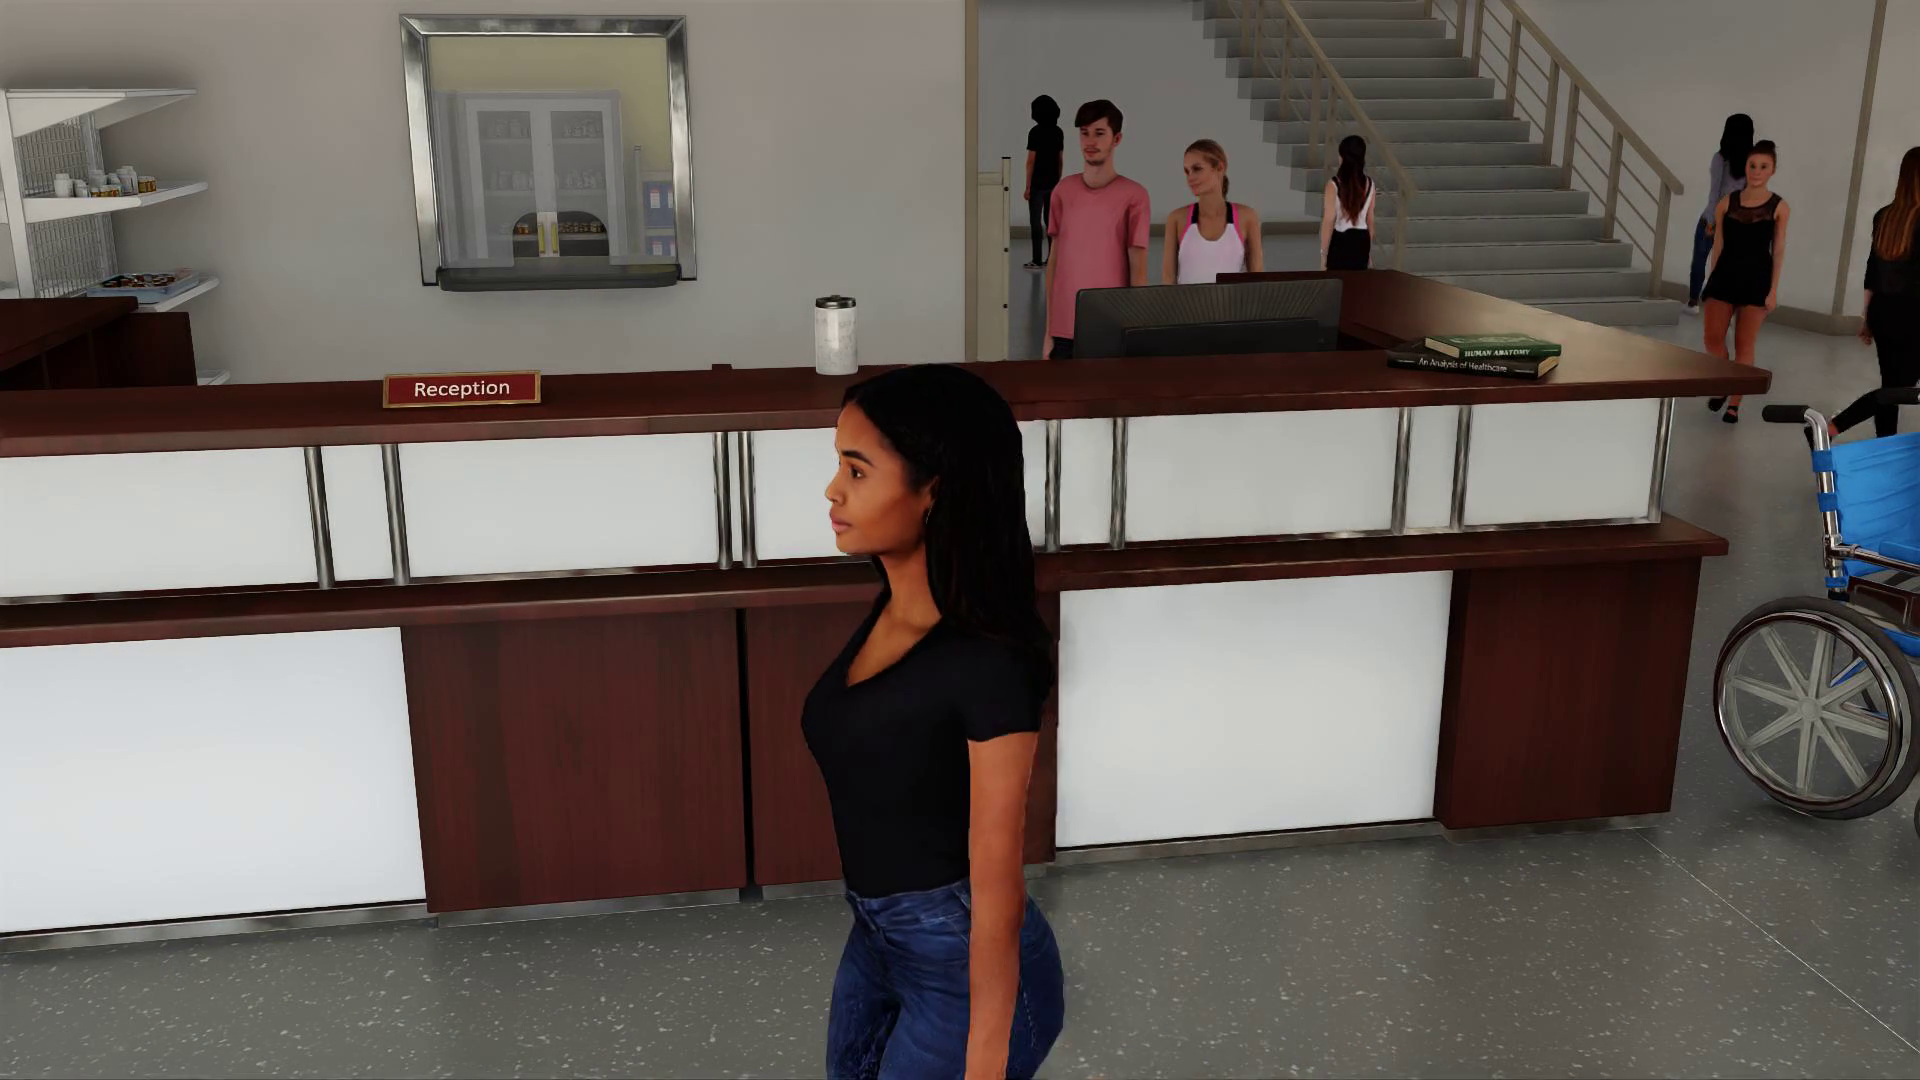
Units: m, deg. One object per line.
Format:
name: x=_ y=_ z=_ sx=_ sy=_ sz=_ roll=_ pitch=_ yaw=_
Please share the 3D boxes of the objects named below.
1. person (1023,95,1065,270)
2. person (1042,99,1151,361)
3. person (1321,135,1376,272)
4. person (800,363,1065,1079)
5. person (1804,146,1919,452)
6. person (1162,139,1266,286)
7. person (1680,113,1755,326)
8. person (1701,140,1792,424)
person: x=0.907 y=-3.848 z=17.870 sx=0.707 sy=1.827 sz=0.691 roll=-11 pitch=19 yaw=-35
person: x=0.581 y=-0.887 z=7.151 sx=0.699 sy=1.958 sz=0.736 roll=8 pitch=18 yaw=27
person: x=2.697 y=-1.929 z=11.438 sx=0.672 sy=1.637 sz=0.927 roll=-6 pitch=17 yaw=-20
person: x=0.053 y=0.617 z=2.242 sx=0.760 sy=1.726 sz=0.850 roll=-8 pitch=17 yaw=-25
person: x=4.663 y=-1.099 z=8.388 sx=0.680 sy=1.695 sz=0.929 roll=-3 pitch=16 yaw=-9
person: x=1.150 y=-0.913 z=7.630 sx=0.964 sy=1.747 sz=1.222 roll=4 pitch=16 yaw=13
person: x=6.461 y=-2.658 z=13.873 sx=0.630 sy=1.718 sz=0.824 roll=-3 pitch=16 yaw=-12
person: x=4.730 y=-1.543 z=10.017 sx=0.701 sy=1.665 sz=0.761 roll=11 pitch=19 yaw=34
